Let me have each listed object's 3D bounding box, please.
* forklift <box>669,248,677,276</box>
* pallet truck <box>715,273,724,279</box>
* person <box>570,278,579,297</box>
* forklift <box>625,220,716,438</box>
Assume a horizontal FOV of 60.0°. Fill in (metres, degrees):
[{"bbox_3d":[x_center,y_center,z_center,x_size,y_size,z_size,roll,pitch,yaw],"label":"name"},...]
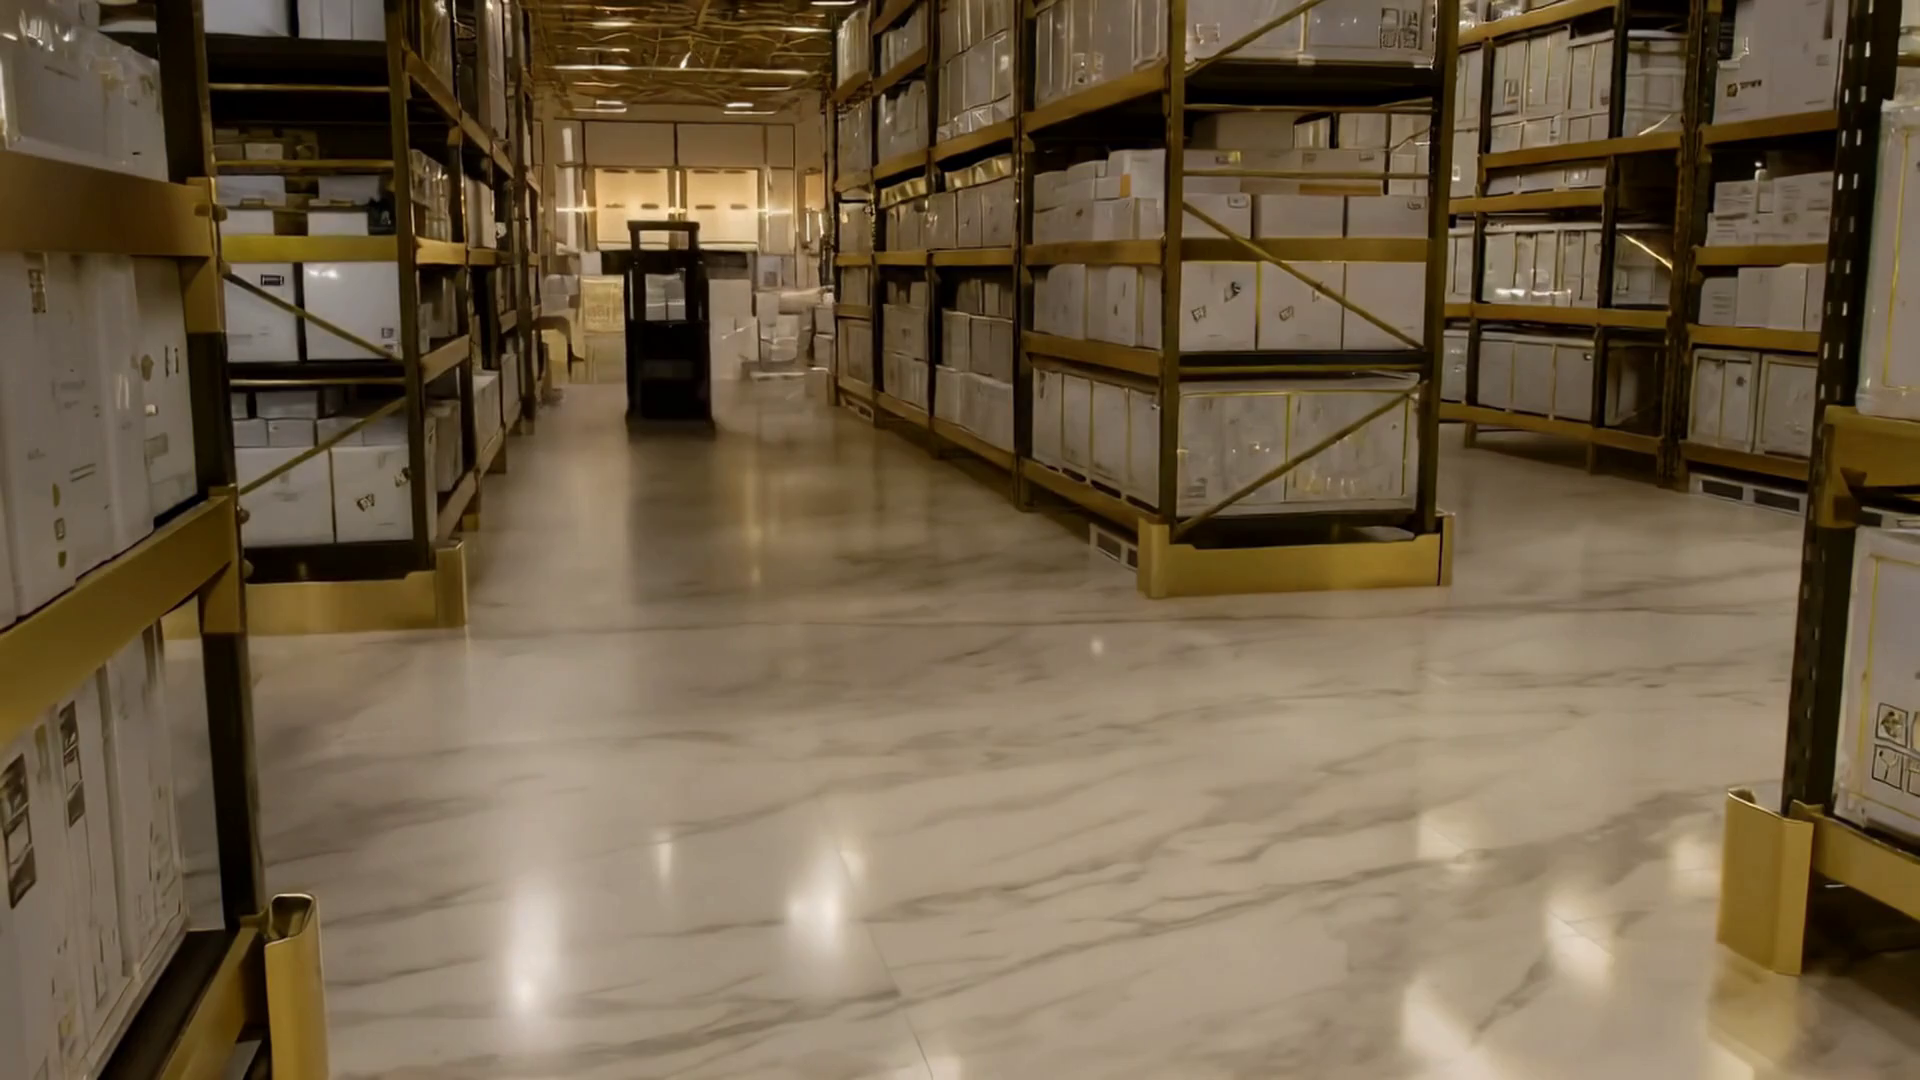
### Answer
[{"bbox_3d":[-9.059,-8.182,54.697,1.129,2.768,1.873,-8,12,-40],"label":"forklift"},{"bbox_3d":[-8.580,-8.986,62.280,1.885,1.965,0.823,1,9,5],"label":"pallet truck"},{"bbox_3d":[-11.881,-7.281,52.243,0.743,1.890,0.462,-1,9,-8],"label":"person"},{"bbox_3d":[-3.883,-2.818,22.003,1.129,2.768,1.873,-2,10,-12],"label":"forklift"}]
